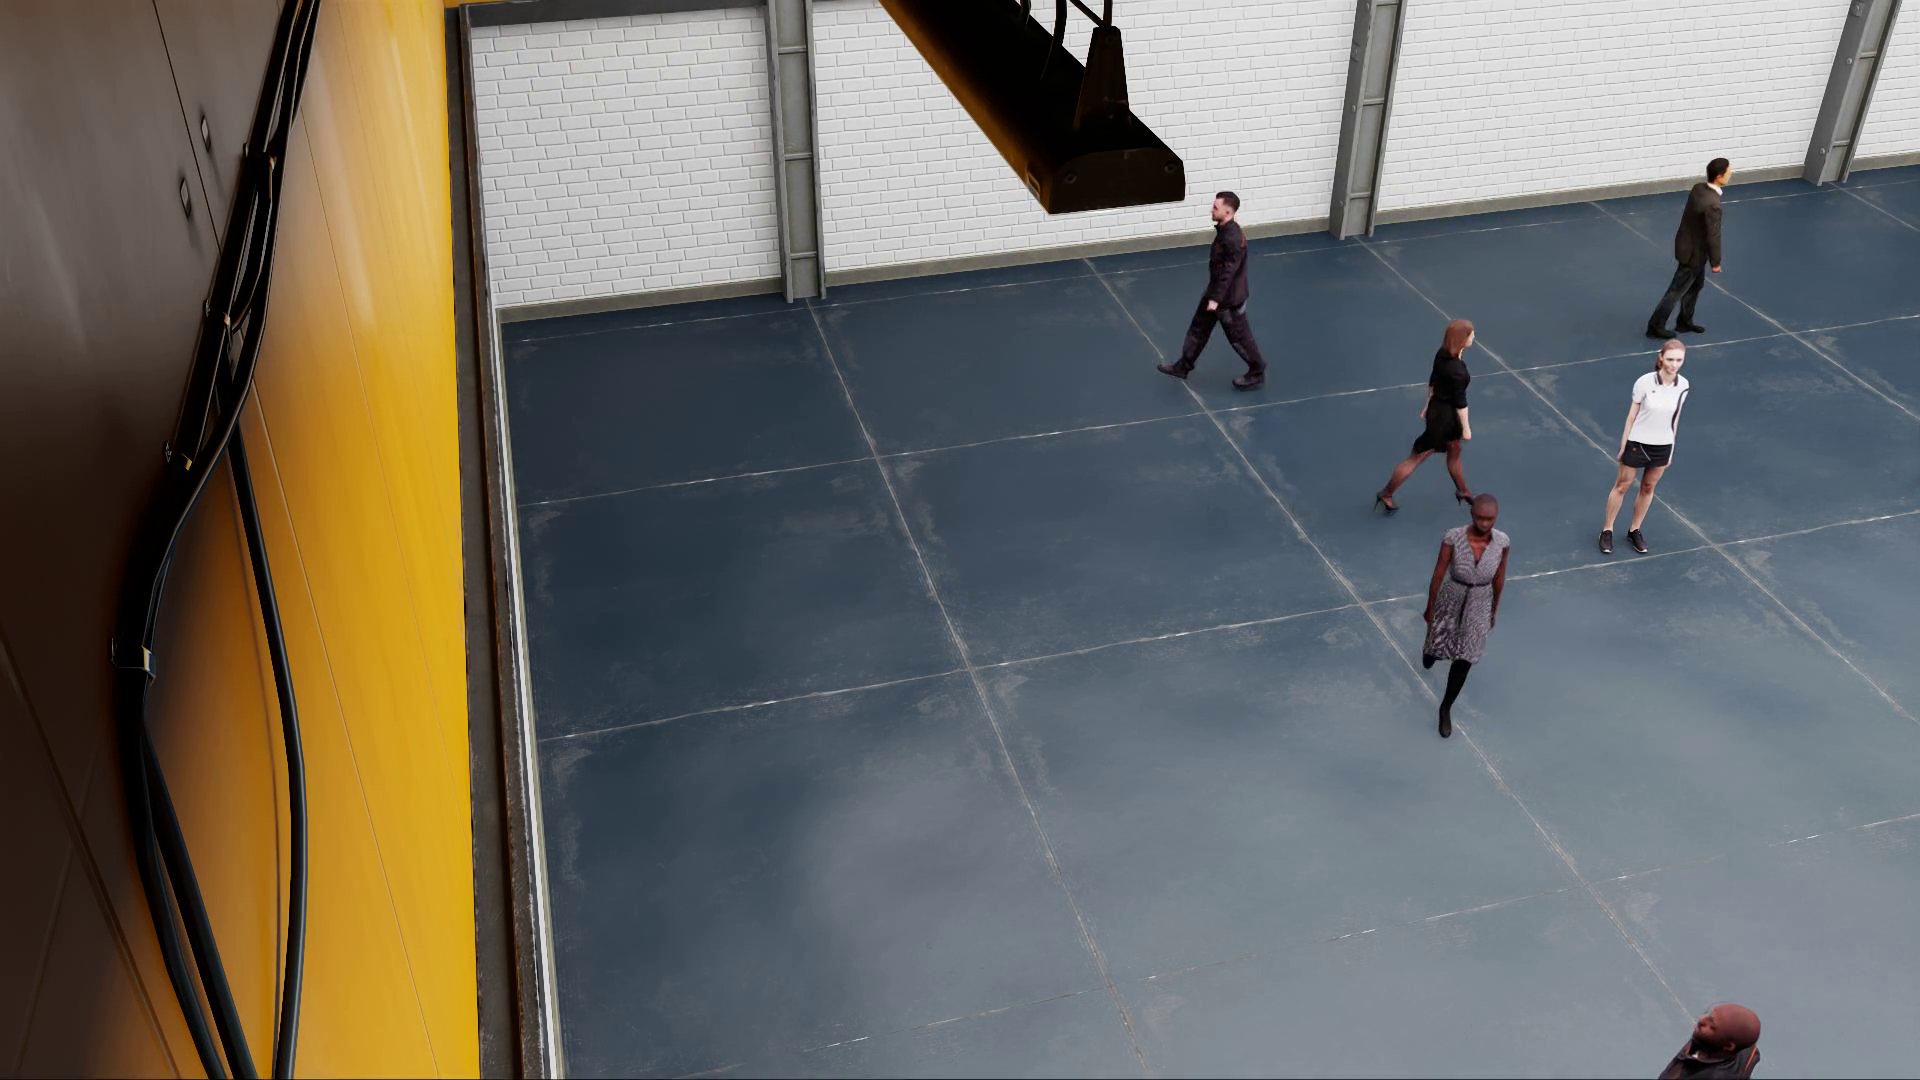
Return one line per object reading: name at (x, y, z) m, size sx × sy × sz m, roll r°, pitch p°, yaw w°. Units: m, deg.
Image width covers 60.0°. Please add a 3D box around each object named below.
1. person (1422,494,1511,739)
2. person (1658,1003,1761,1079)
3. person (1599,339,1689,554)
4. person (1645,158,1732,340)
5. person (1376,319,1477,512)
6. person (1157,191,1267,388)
person at (3.239, 0.421, 10.764) m, size 0.928 × 1.772 × 0.847 m, roll 2°, pitch 34°, yaw 3°
person at (3.190, 2.676, 7.323) m, size 0.848 × 1.826 × 0.782 m, roll 19°, pitch 38°, yaw 26°
person at (5.153, -0.706, 12.477) m, size 0.580 × 1.752 × 0.683 m, roll 0°, pitch 34°, yaw 0°
person at (6.699, -2.681, 15.417) m, size 0.934 × 1.787 × 0.865 m, roll 2°, pitch 34°, yaw 3°
person at (3.622, -0.885, 12.842) m, size 1.147 × 1.647 × 0.773 m, roll -1°, pitch 34°, yaw -2°
person at (2.427, -2.154, 14.606) m, size 1.268 × 1.808 × 0.897 m, roll -2°, pitch 34°, yaw -2°
